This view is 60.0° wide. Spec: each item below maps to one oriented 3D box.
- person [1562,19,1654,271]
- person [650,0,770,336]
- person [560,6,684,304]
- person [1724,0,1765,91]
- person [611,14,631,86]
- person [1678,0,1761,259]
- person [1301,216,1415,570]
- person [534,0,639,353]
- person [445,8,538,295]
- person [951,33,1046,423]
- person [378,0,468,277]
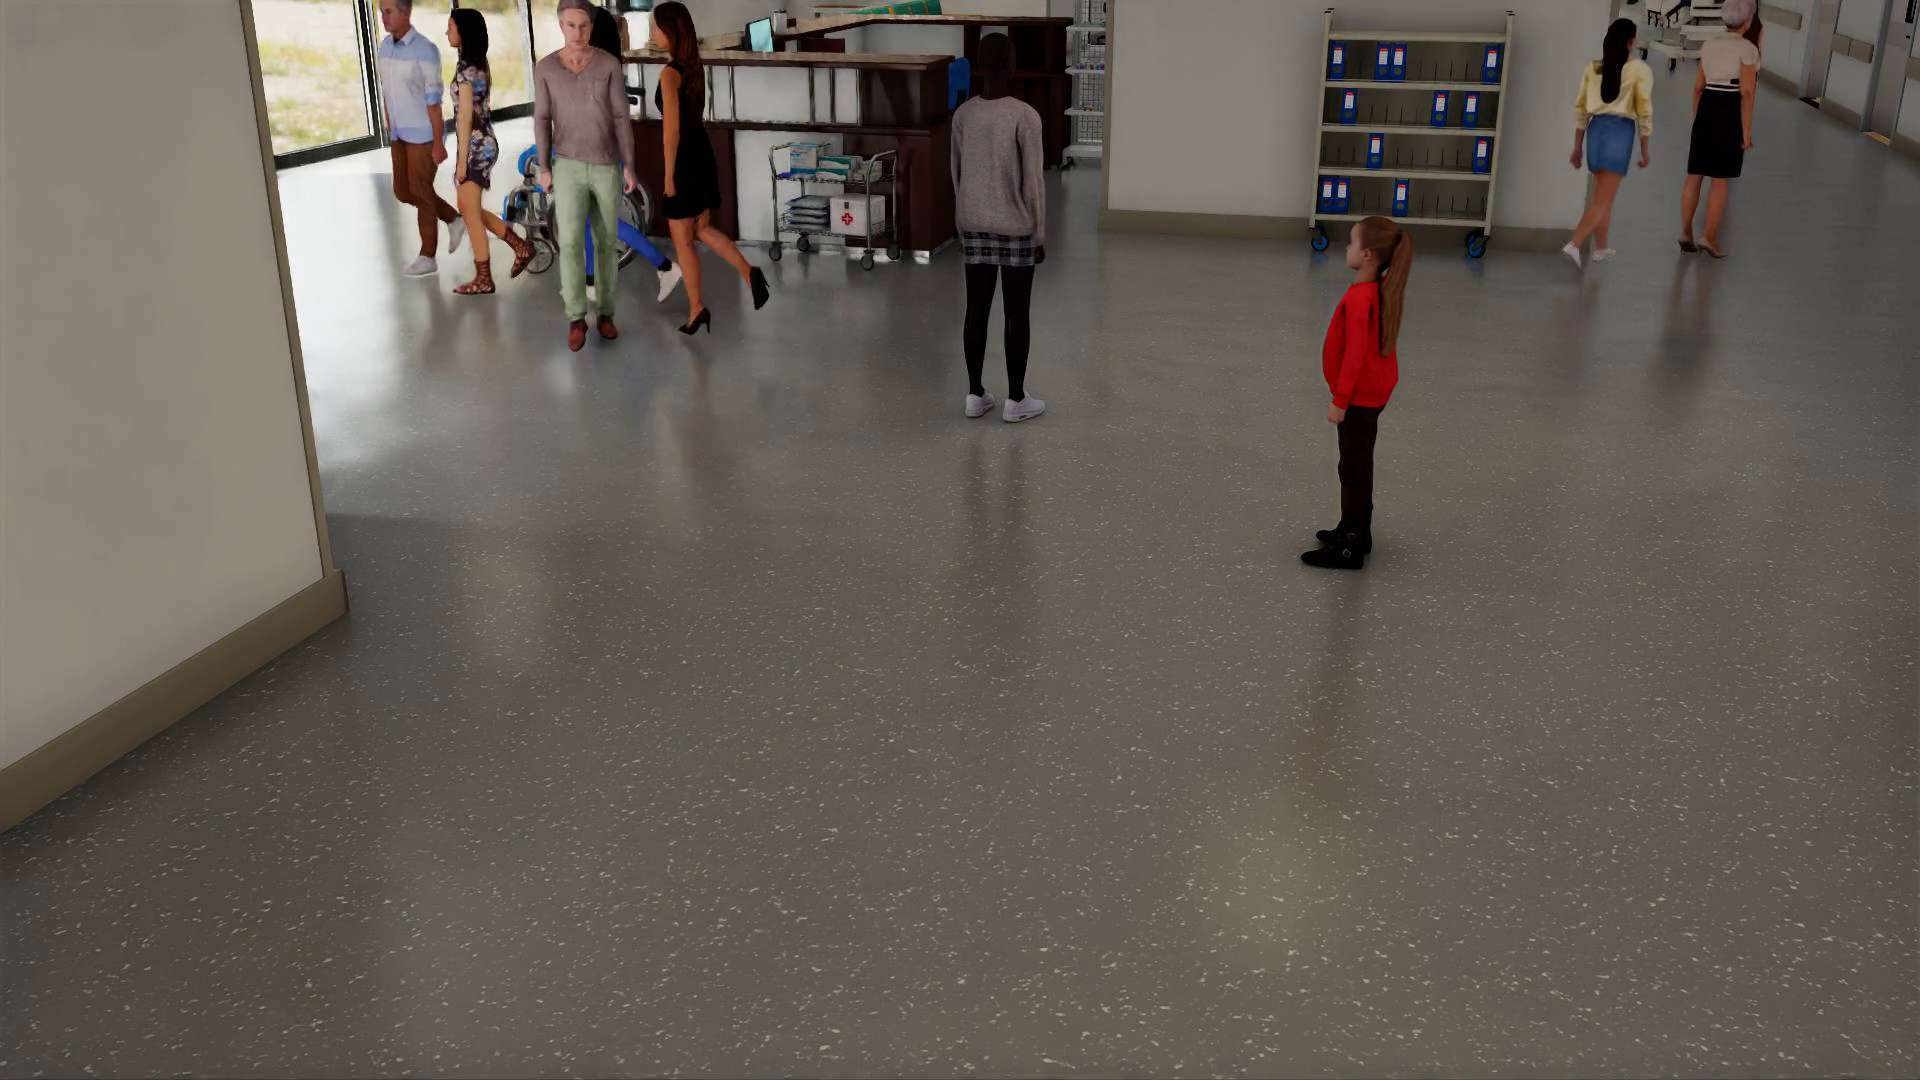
[{"bbox_3d":[4.216,-2.548,10.906,1.073,1.595,1.160,-18,27,-39],"label":"person"},{"bbox_3d":[-1.388,-1.964,9.052,0.849,1.816,0.626,7,22,18],"label":"person"},{"bbox_3d":[-2.038,-2.238,9.881,1.110,1.740,0.733,3,21,7],"label":"person"},{"bbox_3d":[7.523,-4.465,16.035,0.762,1.546,0.707,1,21,2],"label":"person"},{"bbox_3d":[-3.540,-4.866,17.483,0.616,1.270,0.575,-1,21,-4],"label":"person"},{"bbox_3d":[5.219,-2.839,11.450,0.748,1.754,0.712,-9,23,-23],"label":"person"},{"bbox_3d":[1.447,-0.535,6.032,0.552,1.281,0.529,10,23,24],"label":"person"},{"bbox_3d":[-2.042,-2.016,9.149,0.861,1.844,0.913,-5,21,-13],"label":"person"},{"bbox_3d":[-2.914,-2.364,10.240,0.863,1.722,0.753,-3,21,-7],"label":"person"},{"bbox_3d":[0.173,-1.435,7.719,0.548,1.771,0.721,11,23,26],"label":"person"},{"bbox_3d":[-3.530,-2.687,10.971,0.978,1.808,0.938,13,24,30],"label":"person"}]
